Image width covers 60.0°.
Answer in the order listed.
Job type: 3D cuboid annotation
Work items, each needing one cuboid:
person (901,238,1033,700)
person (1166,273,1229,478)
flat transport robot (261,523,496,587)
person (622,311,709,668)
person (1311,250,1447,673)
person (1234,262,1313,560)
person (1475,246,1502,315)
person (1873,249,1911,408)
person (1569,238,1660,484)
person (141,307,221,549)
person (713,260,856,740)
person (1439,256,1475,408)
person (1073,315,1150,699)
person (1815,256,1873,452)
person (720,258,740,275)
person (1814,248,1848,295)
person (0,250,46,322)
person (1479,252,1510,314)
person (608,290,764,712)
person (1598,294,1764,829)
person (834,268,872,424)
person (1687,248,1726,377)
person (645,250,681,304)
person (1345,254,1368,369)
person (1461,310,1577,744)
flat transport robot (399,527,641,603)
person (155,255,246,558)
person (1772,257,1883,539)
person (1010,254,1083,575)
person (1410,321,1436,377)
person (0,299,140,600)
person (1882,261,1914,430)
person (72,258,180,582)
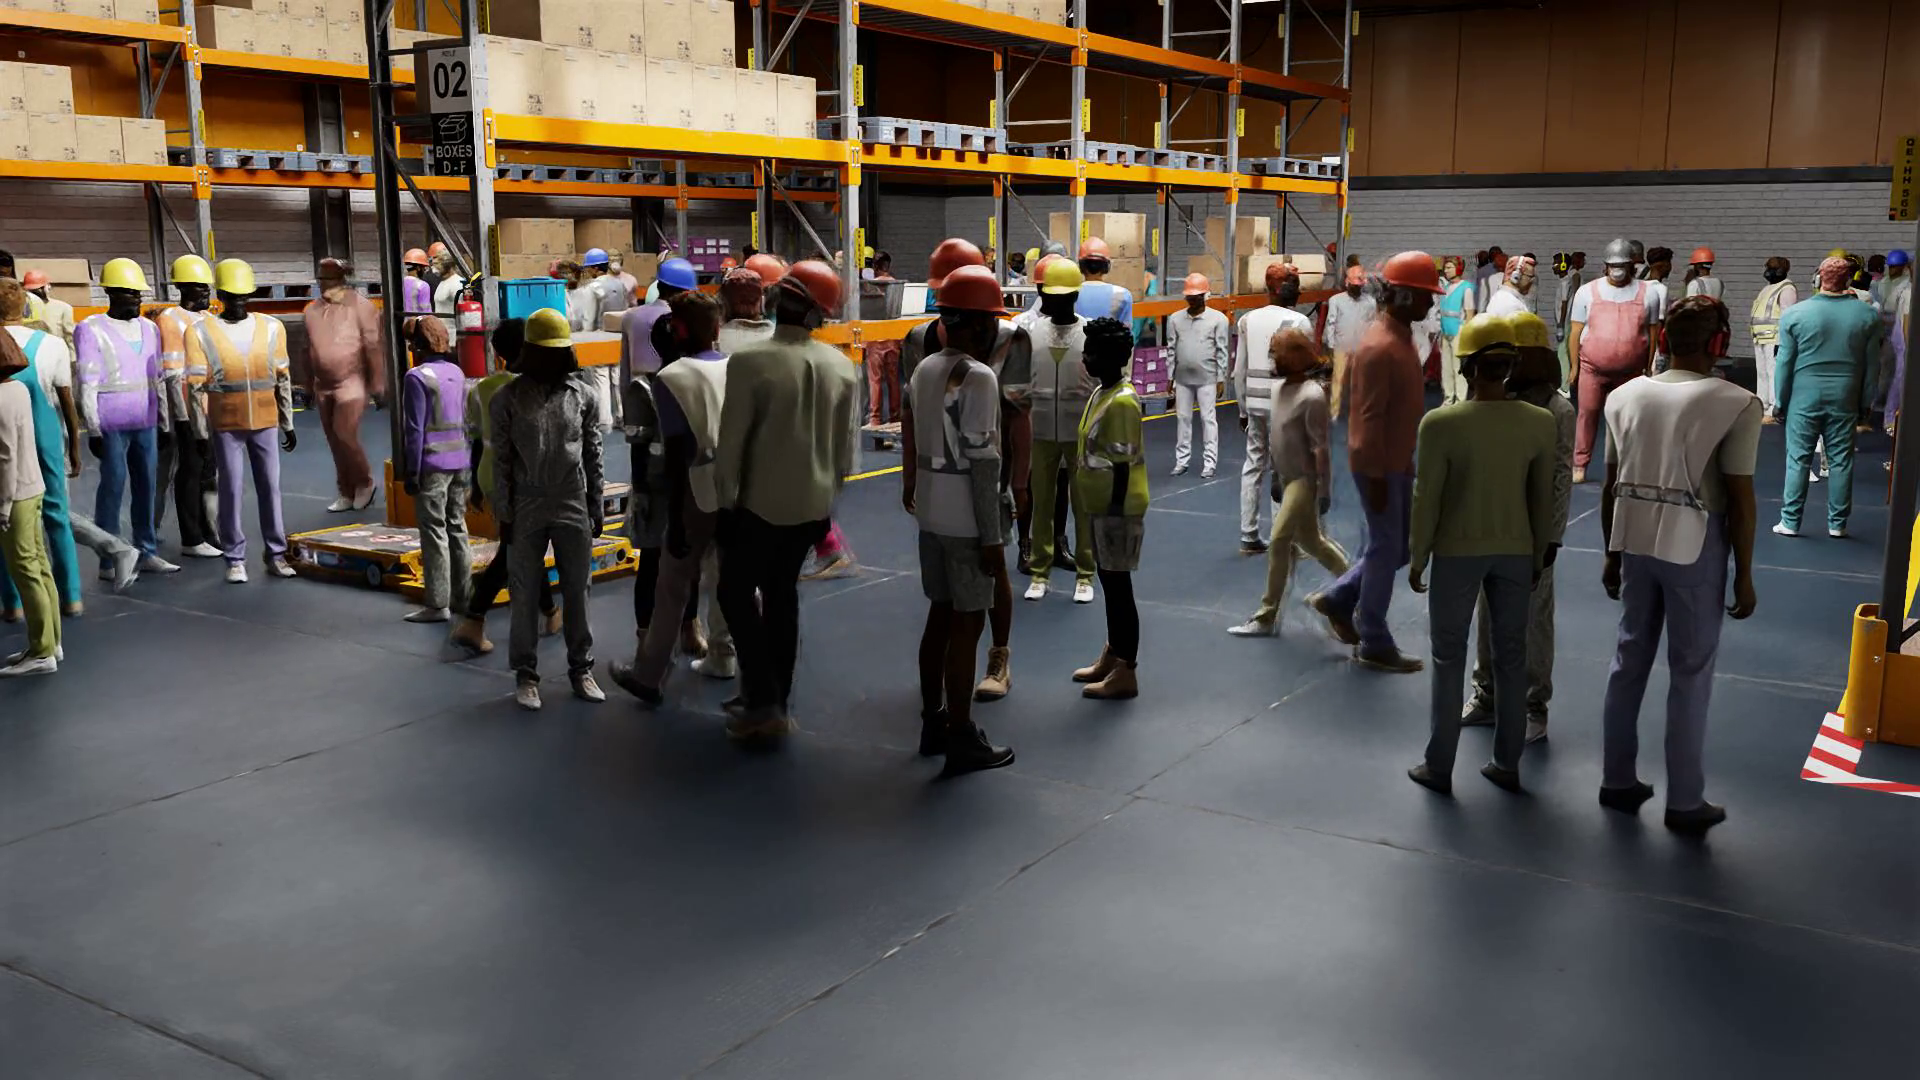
[{"bbox_3d":[0.018,-0.304,7.352,0.613,2.033,0.411,4,11,21],"label":"person"},{"bbox_3d":[2.010,-1.403,14.223,0.566,1.744,0.350,6,12,32],"label":"person"},{"bbox_3d":[-3.520,0.076,10.114,1.431,0.197,0.652,6,12,32],"label":"flat transport robot"},{"bbox_3d":[-1.370,-0.242,7.949,0.320,1.694,0.534,9,13,40],"label":"person"},{"bbox_3d":[1.977,-0.363,7.814,0.516,1.972,0.643,6,12,29],"label":"person"},{"bbox_3d":[1.997,-0.811,10.566,0.349,1.881,0.577,-8,13,-37],"label":"person"},{"bbox_3d":[8.469,-3.691,26.384,0.627,1.933,0.368,-1,10,-4],"label":"person"},{"bbox_3d":[11.293,-2.551,20.113,0.828,1.924,0.621,-5,11,-26],"label":"person"},{"bbox_3d":[5.385,-1.460,13.721,0.688,2.000,0.536,3,11,17],"label":"person"},{"bbox_3d":[-5.155,-0.728,10.938,0.903,1.590,0.523,9,14,41],"label":"person"},{"bbox_3d":[-0.736,-0.149,6.730,0.460,1.942,0.644,10,14,44],"label":"person"},{"bbox_3d":[5.656,-2.307,18.955,0.389,1.845,0.564,-2,10,-12],"label":"person"},{"bbox_3d":[0.673,-0.146,7.406,0.319,1.694,0.535,-1,10,-4],"label":"person"},{"bbox_3d":[8.371,-1.757,15.838,0.515,1.872,0.333,7,12,33],"label":"person"},{"bbox_3d":[-3.478,-3.417,25.355,0.341,1.752,0.563,-1,10,-5],"label":"person"},{"bbox_3d":[10.798,-2.652,20.669,0.588,1.918,0.390,-9,13,-40],"label":"person"},{"bbox_3d":[-7.863,-1.424,13.772,0.611,1.958,0.368,-2,10,-9],"label":"person"},{"bbox_3d":[7.466,-3.051,23.062,0.581,1.858,0.807,8,13,37],"label":"person"},{"bbox_3d":[-1.155,-0.152,7.119,0.895,1.804,0.582,8,13,37],"label":"person"},{"bbox_3d":[2.463,0.077,5.778,0.383,1.837,0.565,-6,12,-32],"label":"person"},{"bbox_3d":[-1.130,-2.184,18.110,0.604,1.904,0.386,-4,11,-22],"label":"person"},{"bbox_3d":[8.394,-2.343,18.906,0.551,1.933,0.373,-6,12,-29],"label":"person"},{"bbox_3d":[-2.585,-1.580,14.670,0.351,1.936,0.634,1,10,4],"label":"person"},{"bbox_3d":[6.171,-3.547,25.931,0.518,1.818,0.594,-6,12,-31],"label":"person"},{"bbox_3d":[2.230,-0.050,6.732,0.294,1.744,0.490,-6,12,-31],"label":"person"},{"bbox_3d":[-2.508,0.135,9.789,0.652,0.197,1.431,6,12,32],"label":"flat transport robot"},{"bbox_3d":[-4.892,-0.858,10.697,0.363,1.928,0.587,0,10,2],"label":"person"},{"bbox_3d":[5.861,-0.957,11.304,0.641,1.908,0.407,3,11,14],"label":"person"},{"bbox_3d":[0.551,-0.755,10.113,0.544,1.935,0.354,-5,11,-25],"label":"person"},{"bbox_3d":[6.470,-3.132,23.630,0.538,1.813,0.672,-8,13,-39],"label":"person"},{"bbox_3d":[-5.099,-0.509,9.349,0.728,1.717,0.491,-5,12,-28],"label":"person"},{"bbox_3d":[10.091,-2.068,17.675,0.334,1.838,0.509,7,12,35],"label":"person"},{"bbox_3d":[-4.947,-0.709,9.913,0.392,1.918,0.591,4,11,21],"label":"person"}]
